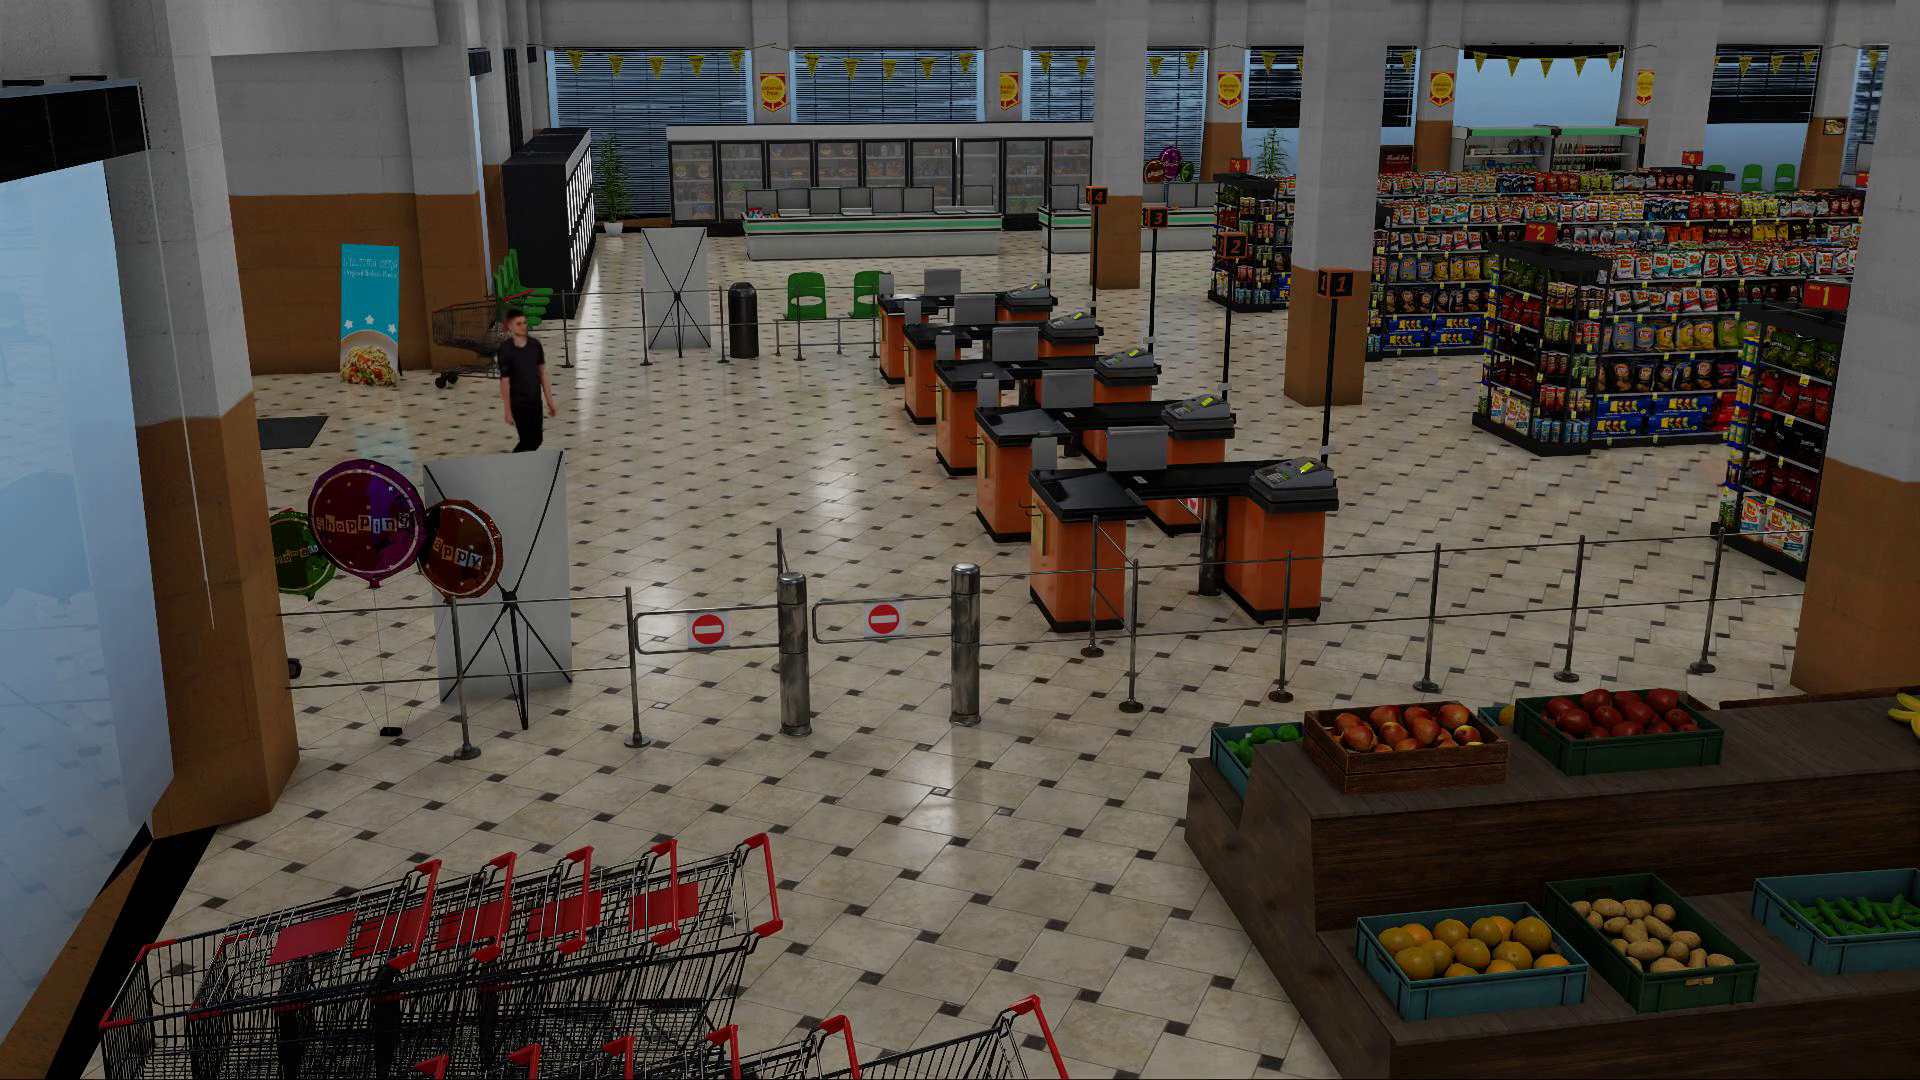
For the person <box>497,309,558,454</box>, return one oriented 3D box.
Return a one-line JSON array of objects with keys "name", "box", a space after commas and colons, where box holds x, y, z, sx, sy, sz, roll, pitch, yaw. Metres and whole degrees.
[{"name": "person", "box": [-4.026, -1.239, 15.254, 1.160, 1.740, 1.103, 12, 21, 34]}]
